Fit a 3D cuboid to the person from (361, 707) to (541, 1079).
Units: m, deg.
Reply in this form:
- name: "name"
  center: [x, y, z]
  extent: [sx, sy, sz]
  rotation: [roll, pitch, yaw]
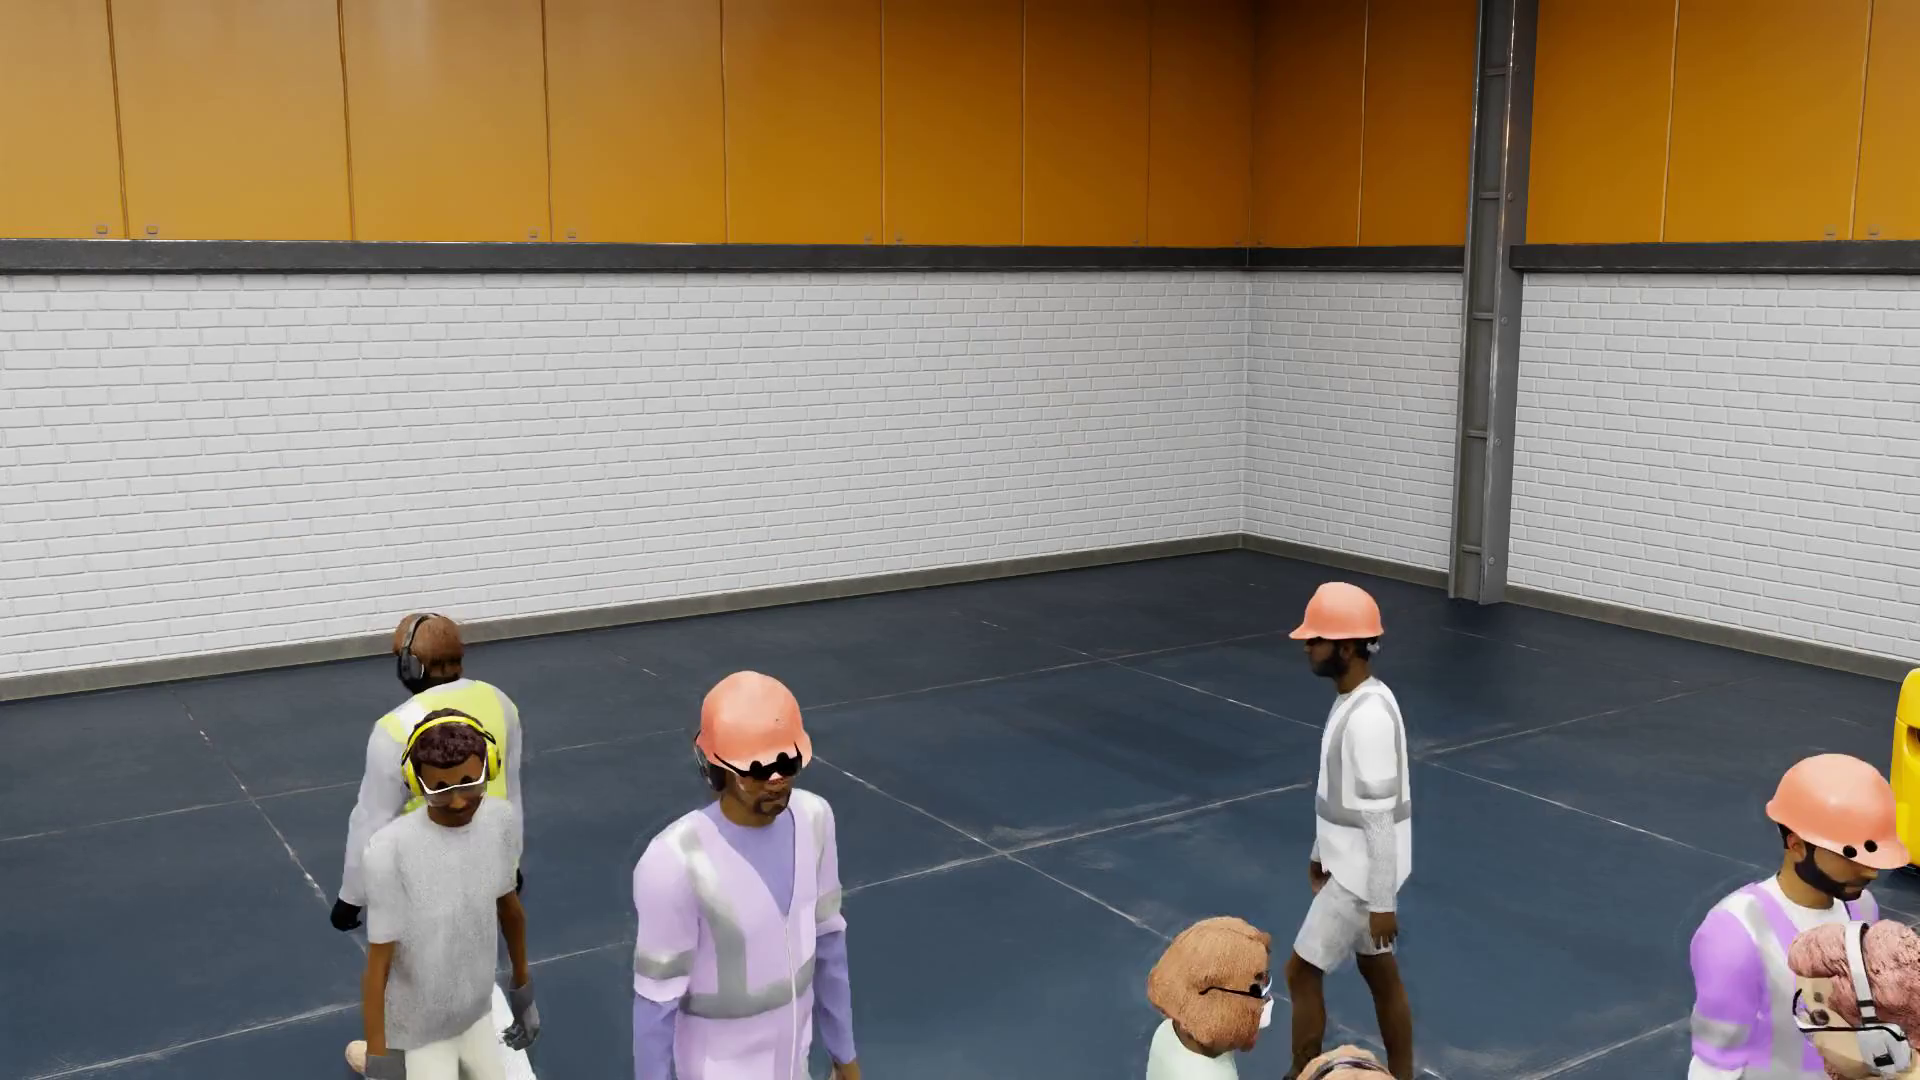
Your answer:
- name: "person"
  center: [-1.401, 1.317, 4.500]
  extent: [0.523, 1.838, 0.673]
  rotation: [5, 11, 28]

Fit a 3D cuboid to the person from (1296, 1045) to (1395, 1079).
- name: "person"
  center: [0.687, 1.677, 3.064]
  extent: [0.530, 1.579, 0.878]
  rotation: [0, 9, 0]

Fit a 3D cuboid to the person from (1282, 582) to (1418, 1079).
- name: "person"
  center: [1.234, 1.091, 5.616]
  extent: [0.798, 1.906, 0.583]
  rotation: [2, 10, 12]

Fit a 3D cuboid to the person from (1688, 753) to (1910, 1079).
- name: "person"
  center: [1.878, 1.379, 3.957]
  extent: [0.545, 1.897, 0.924]
  rotation: [-6, 11, -30]

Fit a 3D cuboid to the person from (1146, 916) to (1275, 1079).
- name: "person"
  center: [0.530, 1.575, 3.543]
  extent: [0.340, 1.619, 0.517]
  rotation: [-1, 9, -4]

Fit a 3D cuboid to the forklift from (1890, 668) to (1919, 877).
- name: "forklift"
  center: [5.511, 0.571, 7.906]
  extent: [2.313, 2.155, 1.214]
  rotation: [-6, 11, -33]

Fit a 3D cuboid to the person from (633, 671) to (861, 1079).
- name: "person"
  center: [-0.524, 1.287, 4.104]
  extent: [0.494, 2.026, 0.633]
  rotation: [6, 11, 33]

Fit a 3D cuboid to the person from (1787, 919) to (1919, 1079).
- name: "person"
  center: [1.636, 1.566, 2.895]
  extent: [0.687, 1.878, 0.502]
  rotation: [-6, 11, -32]

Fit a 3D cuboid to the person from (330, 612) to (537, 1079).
- name: "person"
  center: [-1.804, 1.138, 5.710]
  extent: [0.954, 1.796, 0.635]
  rotation: [4, 10, 21]
